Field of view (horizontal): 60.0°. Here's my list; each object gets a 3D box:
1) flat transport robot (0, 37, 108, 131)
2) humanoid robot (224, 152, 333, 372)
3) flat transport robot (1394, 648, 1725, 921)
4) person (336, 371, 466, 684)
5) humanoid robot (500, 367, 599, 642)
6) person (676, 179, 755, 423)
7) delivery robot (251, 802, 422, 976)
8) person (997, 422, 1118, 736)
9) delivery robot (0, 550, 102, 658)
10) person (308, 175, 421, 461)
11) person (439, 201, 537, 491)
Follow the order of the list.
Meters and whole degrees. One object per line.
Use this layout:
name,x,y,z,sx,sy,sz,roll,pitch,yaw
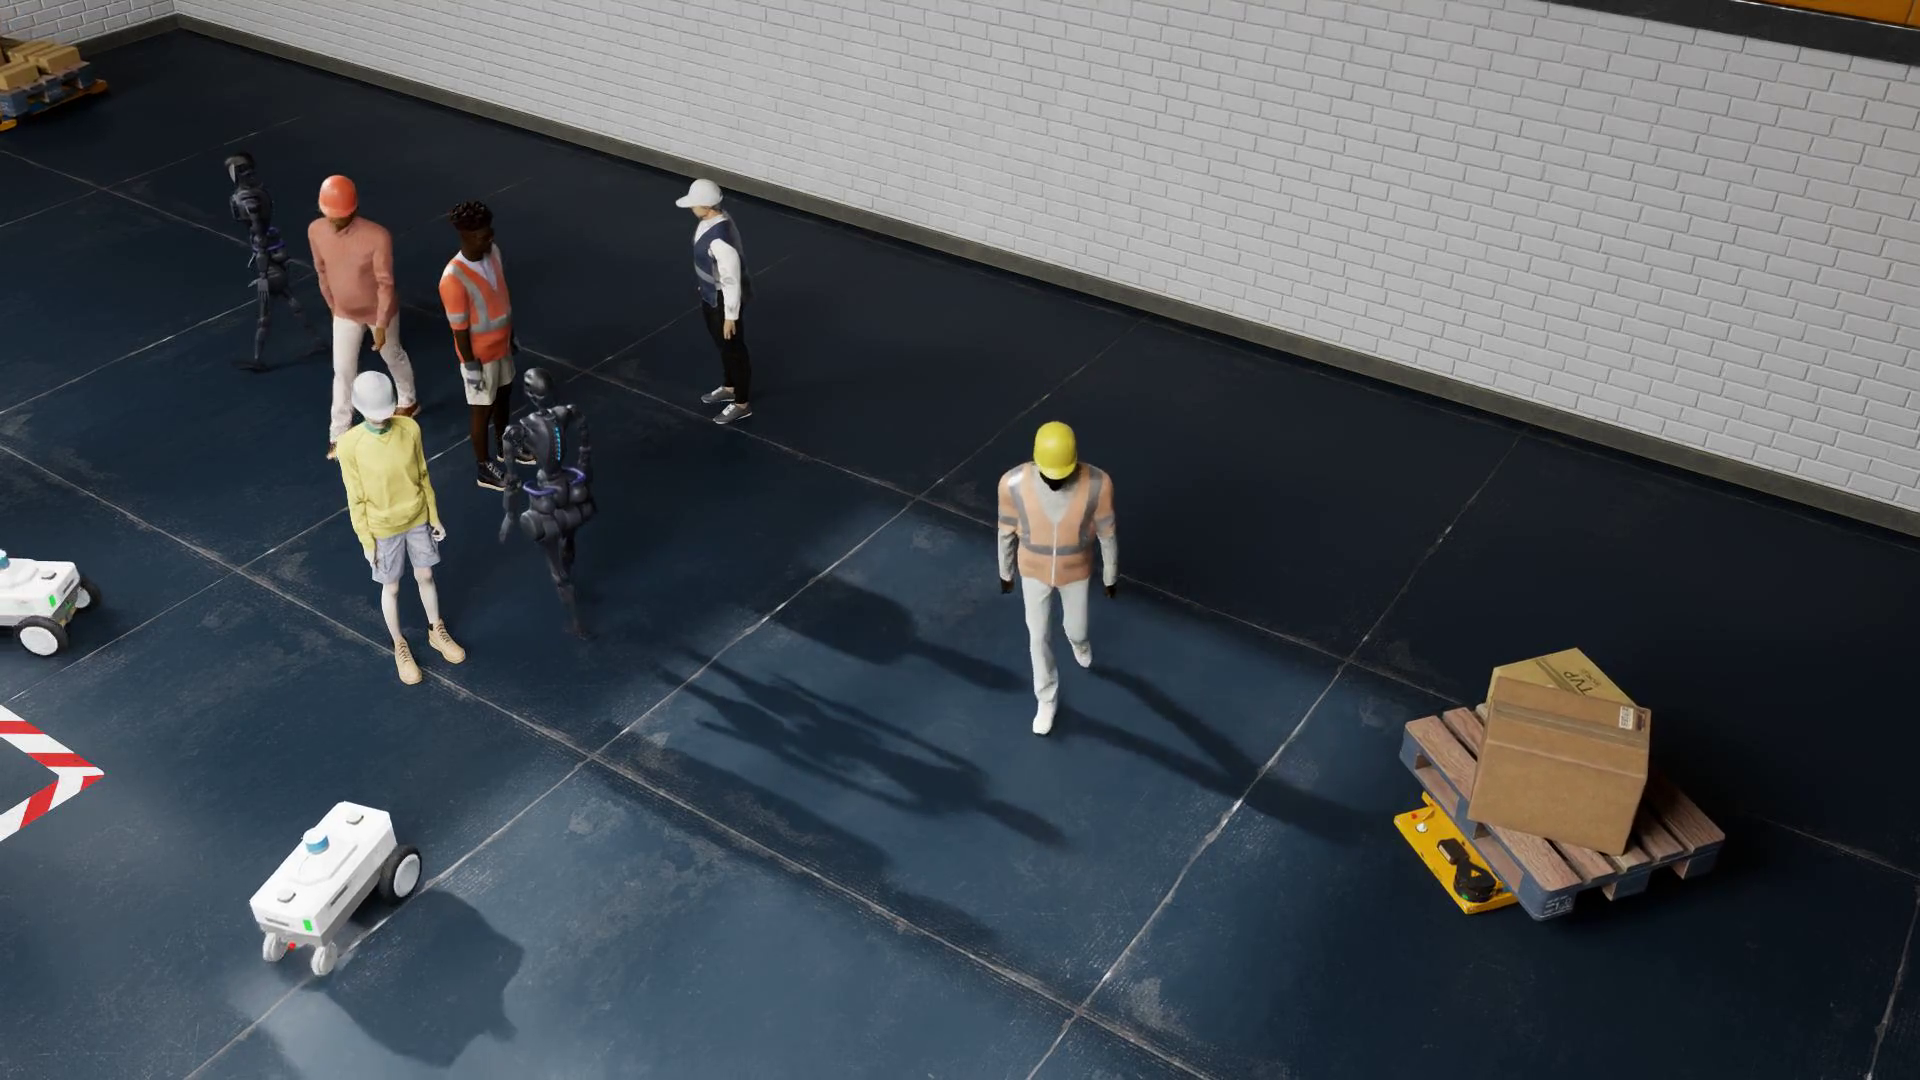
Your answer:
flat transport robot,-9.300,-4.395,16.544,0.659,0.231,1.431,14,37,19
humanoid robot,-5.032,-2.003,11.920,0.743,1.628,0.587,-16,38,-21
flat transport robot,2.957,1.406,8.254,1.431,0.231,0.659,-11,37,-16
person,-3.035,-0.088,8.984,0.474,1.884,0.397,-27,43,-33
humanoid robot,-2.334,-0.222,9.370,0.609,1.642,0.609,-29,44,-35
person,-1.625,-1.626,11.292,0.458,1.753,0.762,-11,36,-15
delivery robot,-2.933,1.580,7.762,0.499,0.602,0.795,11,36,15
person,0.507,0.107,8.703,0.629,1.892,0.677,3,35,5
delivery robot,-5.411,0.337,9.549,0.815,0.614,0.499,1,35,2
person,-3.939,-1.461,10.898,0.621,1.943,0.977,4,35,6
person,-2.999,-1.236,10.563,0.381,1.956,0.600,7,36,10
